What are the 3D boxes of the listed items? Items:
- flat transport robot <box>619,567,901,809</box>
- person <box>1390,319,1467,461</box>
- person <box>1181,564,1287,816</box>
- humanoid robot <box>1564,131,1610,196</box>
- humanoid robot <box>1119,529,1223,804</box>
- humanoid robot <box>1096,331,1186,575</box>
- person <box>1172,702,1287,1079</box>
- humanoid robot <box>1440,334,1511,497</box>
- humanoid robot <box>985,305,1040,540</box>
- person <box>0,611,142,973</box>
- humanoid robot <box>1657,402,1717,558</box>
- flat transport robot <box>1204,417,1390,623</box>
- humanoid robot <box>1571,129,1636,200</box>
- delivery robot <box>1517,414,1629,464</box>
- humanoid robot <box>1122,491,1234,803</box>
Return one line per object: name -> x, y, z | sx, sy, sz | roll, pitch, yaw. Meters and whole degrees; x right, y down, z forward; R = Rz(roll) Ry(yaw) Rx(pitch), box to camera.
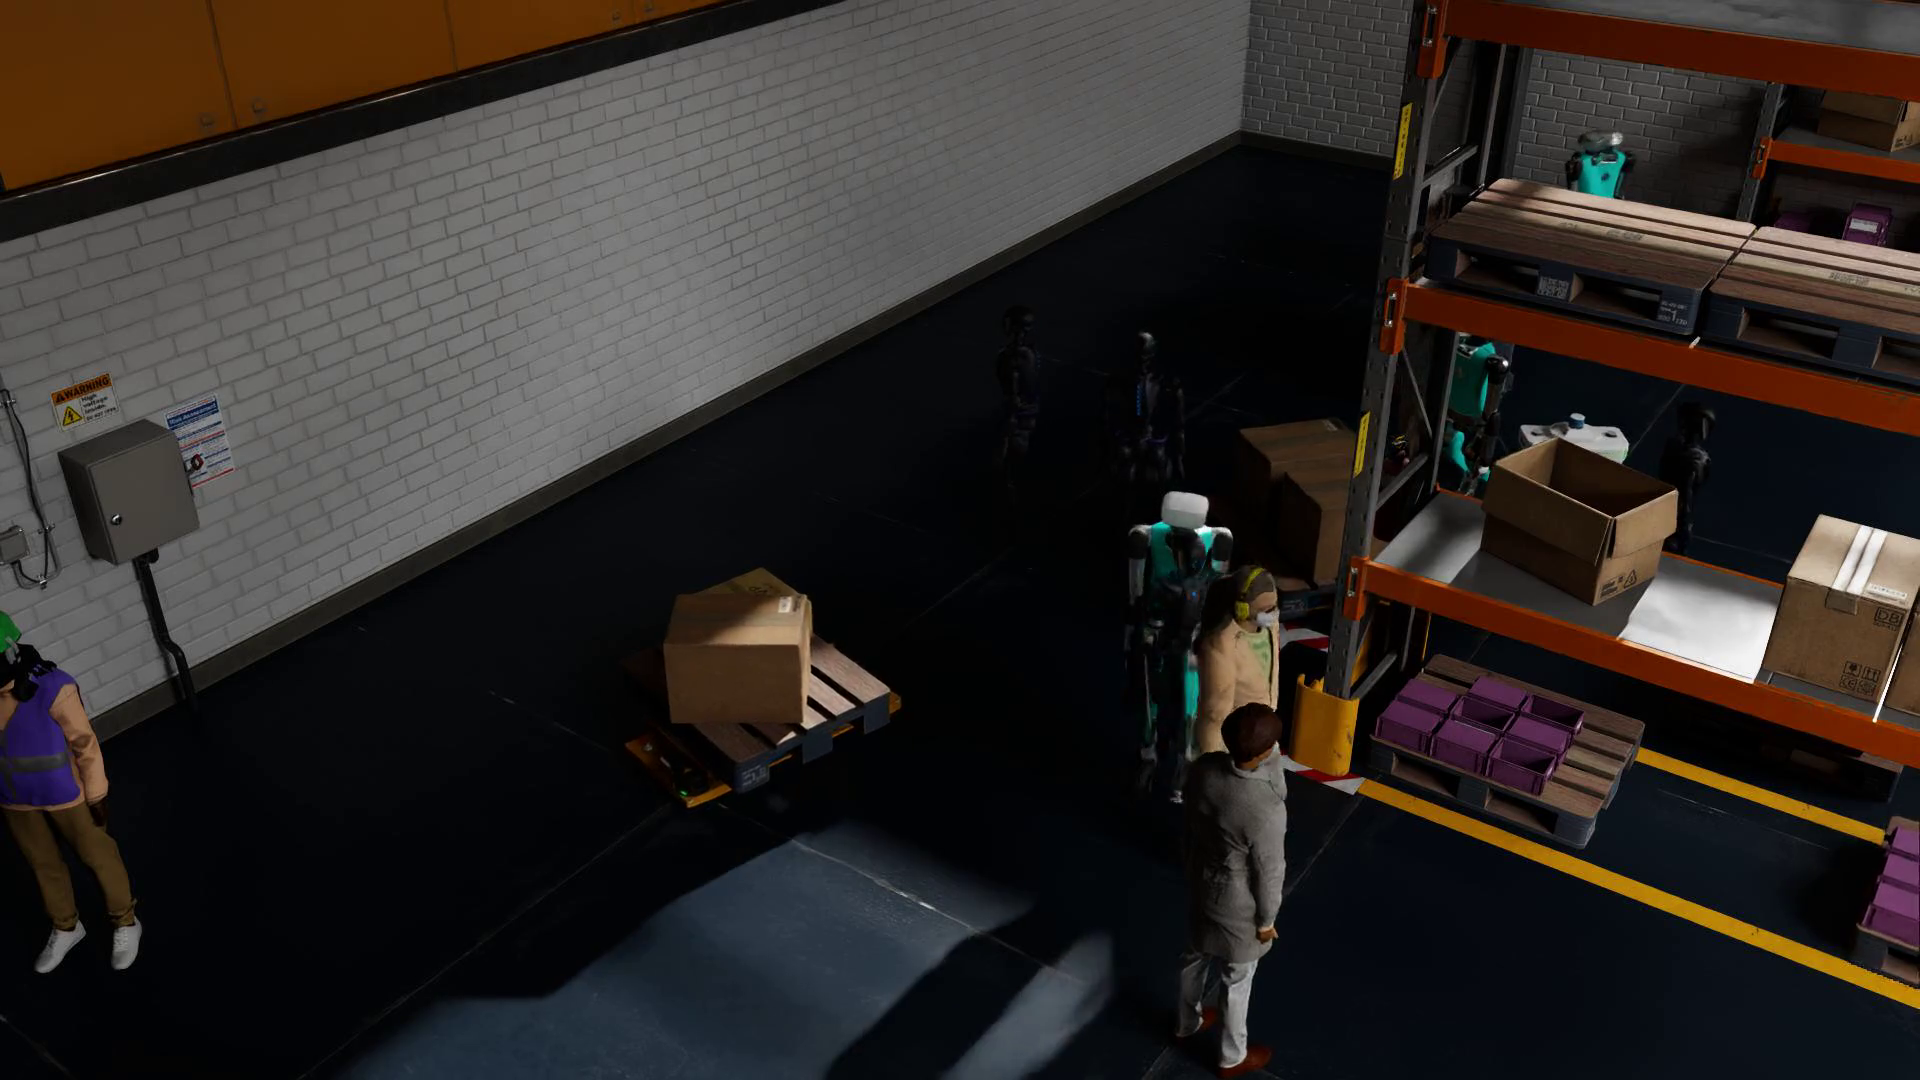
flat transport robot -> -1.089, 1.001, 9.303 | 1.431, 0.231, 0.659 | -23, 37, -34
person -> 3.086, -0.956, 11.224 | 0.396, 1.735, 0.586 | -14, 33, -23
person -> 1.314, 0.916, 7.851 | 0.468, 1.860, 0.587 | 23, 37, 34
humanoid robot -> 5.363, -2.495, 13.886 | 0.570, 1.728, 0.988 | -21, 36, -32
humanoid robot -> 1.093, 0.644, 8.531 | 0.589, 1.648, 0.366 | -14, 33, -23
humanoid robot -> 1.152, -0.527, 10.563 | 0.584, 1.654, 0.348 | 7, 31, 11
person -> 1.136, 1.460, 6.945 | 0.367, 1.831, 0.505 | -21, 36, -32
humanoid robot -> 3.346, -0.665, 10.674 | 0.657, 1.748, 0.540 | -16, 34, -26
humanoid robot -> 0.347, -0.754, 10.934 | 0.335, 1.654, 0.589 | 3, 30, 5
person -> -4.091, 1.117, 7.438 | 0.544, 1.929, 0.419 | -1, 30, -2
humanoid robot -> 4.135, -0.071, 9.806 | 0.744, 1.649, 0.599 | 7, 31, 11
flat transport robot -> 2.220, 0.223, 10.654 | 1.431, 0.231, 0.659 | -8, 31, -14
humanoid robot -> 5.292, -2.705, 14.248 | 0.530, 1.759, 0.720 | -3, 30, -5
delivery robot -> 4.339, -0.621, 11.801 | 0.746, 0.565, 0.499 | 1, 30, 2
humanoid robot -> 1.085, 0.656, 8.419 | 0.530, 1.786, 0.636 | 1, 30, 2
